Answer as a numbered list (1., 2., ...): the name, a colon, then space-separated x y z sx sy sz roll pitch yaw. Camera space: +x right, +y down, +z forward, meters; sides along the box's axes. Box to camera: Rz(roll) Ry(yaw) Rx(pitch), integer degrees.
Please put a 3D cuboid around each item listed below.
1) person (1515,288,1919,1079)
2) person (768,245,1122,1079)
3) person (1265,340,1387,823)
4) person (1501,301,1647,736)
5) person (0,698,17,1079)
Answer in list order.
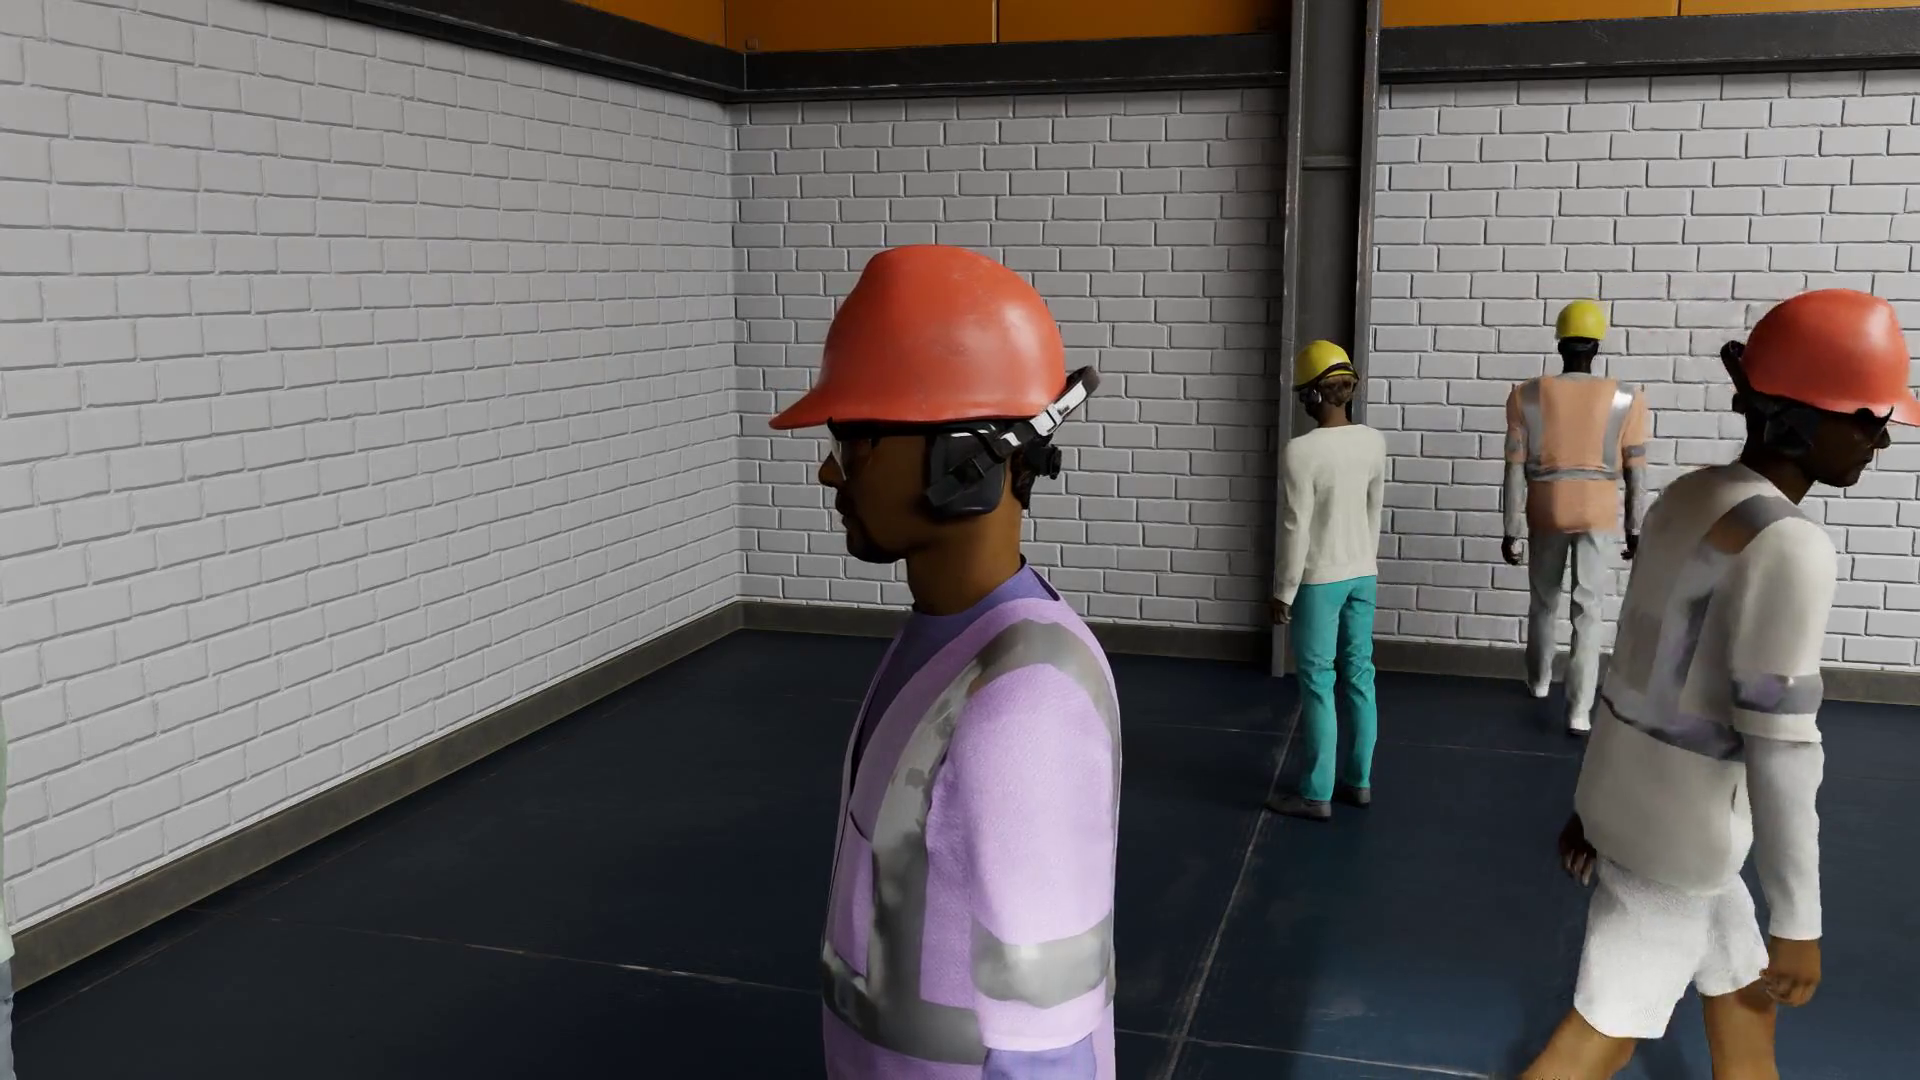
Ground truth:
1. person: 1.360 0.538 3.057 1.068 1.974 0.645 2 9 11
2. person: -0.014 0.703 1.887 0.372 2.044 0.607 -1 9 -9
3. person: 1.336 0.153 6.111 0.523 1.759 0.336 -7 11 -36
4. person: 2.724 -0.118 7.415 0.611 1.892 0.862 3 10 20
5. person: -1.749 0.761 2.775 0.283 1.633 0.498 0 9 -3
